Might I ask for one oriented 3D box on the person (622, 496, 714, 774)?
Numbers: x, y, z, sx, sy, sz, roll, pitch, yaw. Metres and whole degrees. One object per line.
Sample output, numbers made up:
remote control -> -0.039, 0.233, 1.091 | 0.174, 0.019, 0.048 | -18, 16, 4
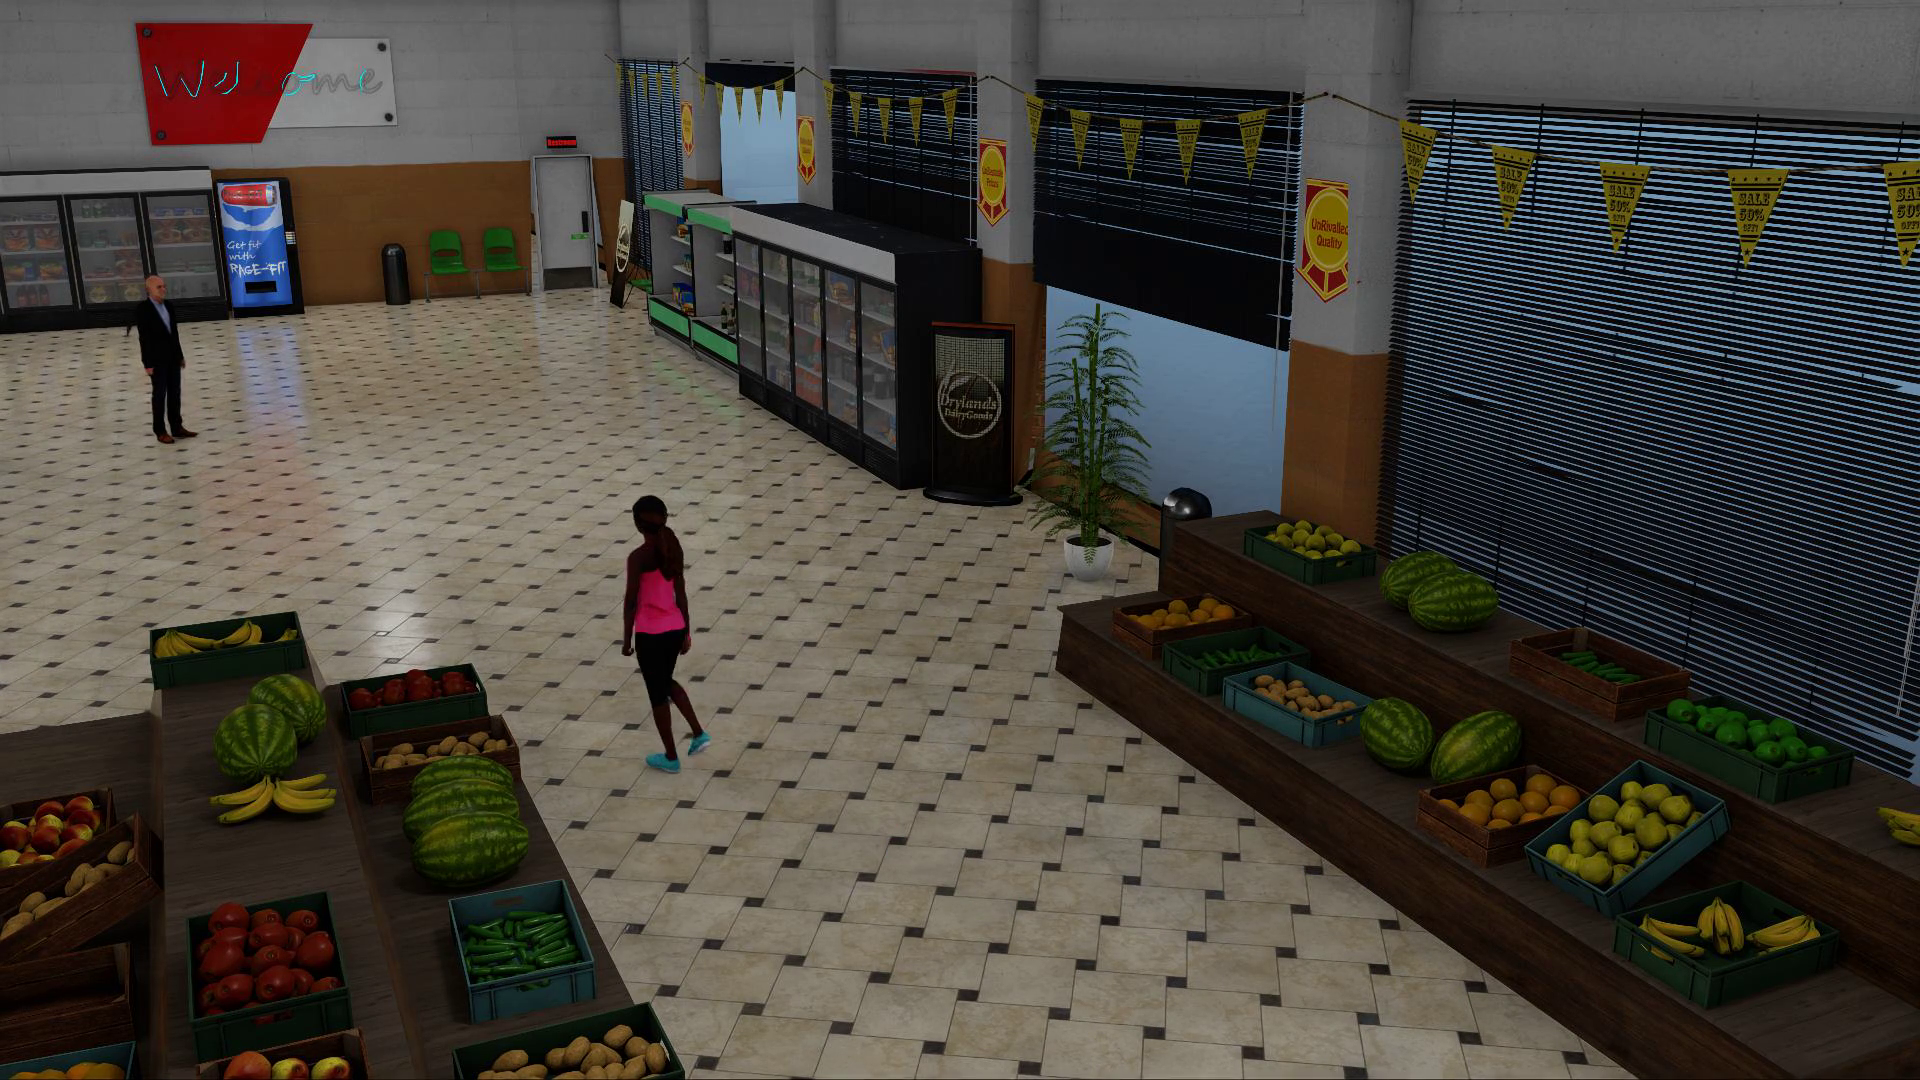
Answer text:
person -> -1.708, 0.592, 9.773 | 0.793, 1.710, 0.704 | 14, 22, 38

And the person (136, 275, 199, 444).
person -> -8.670, -1.980, 18.095 | 0.818, 1.797, 0.759 | 6, 18, 19
